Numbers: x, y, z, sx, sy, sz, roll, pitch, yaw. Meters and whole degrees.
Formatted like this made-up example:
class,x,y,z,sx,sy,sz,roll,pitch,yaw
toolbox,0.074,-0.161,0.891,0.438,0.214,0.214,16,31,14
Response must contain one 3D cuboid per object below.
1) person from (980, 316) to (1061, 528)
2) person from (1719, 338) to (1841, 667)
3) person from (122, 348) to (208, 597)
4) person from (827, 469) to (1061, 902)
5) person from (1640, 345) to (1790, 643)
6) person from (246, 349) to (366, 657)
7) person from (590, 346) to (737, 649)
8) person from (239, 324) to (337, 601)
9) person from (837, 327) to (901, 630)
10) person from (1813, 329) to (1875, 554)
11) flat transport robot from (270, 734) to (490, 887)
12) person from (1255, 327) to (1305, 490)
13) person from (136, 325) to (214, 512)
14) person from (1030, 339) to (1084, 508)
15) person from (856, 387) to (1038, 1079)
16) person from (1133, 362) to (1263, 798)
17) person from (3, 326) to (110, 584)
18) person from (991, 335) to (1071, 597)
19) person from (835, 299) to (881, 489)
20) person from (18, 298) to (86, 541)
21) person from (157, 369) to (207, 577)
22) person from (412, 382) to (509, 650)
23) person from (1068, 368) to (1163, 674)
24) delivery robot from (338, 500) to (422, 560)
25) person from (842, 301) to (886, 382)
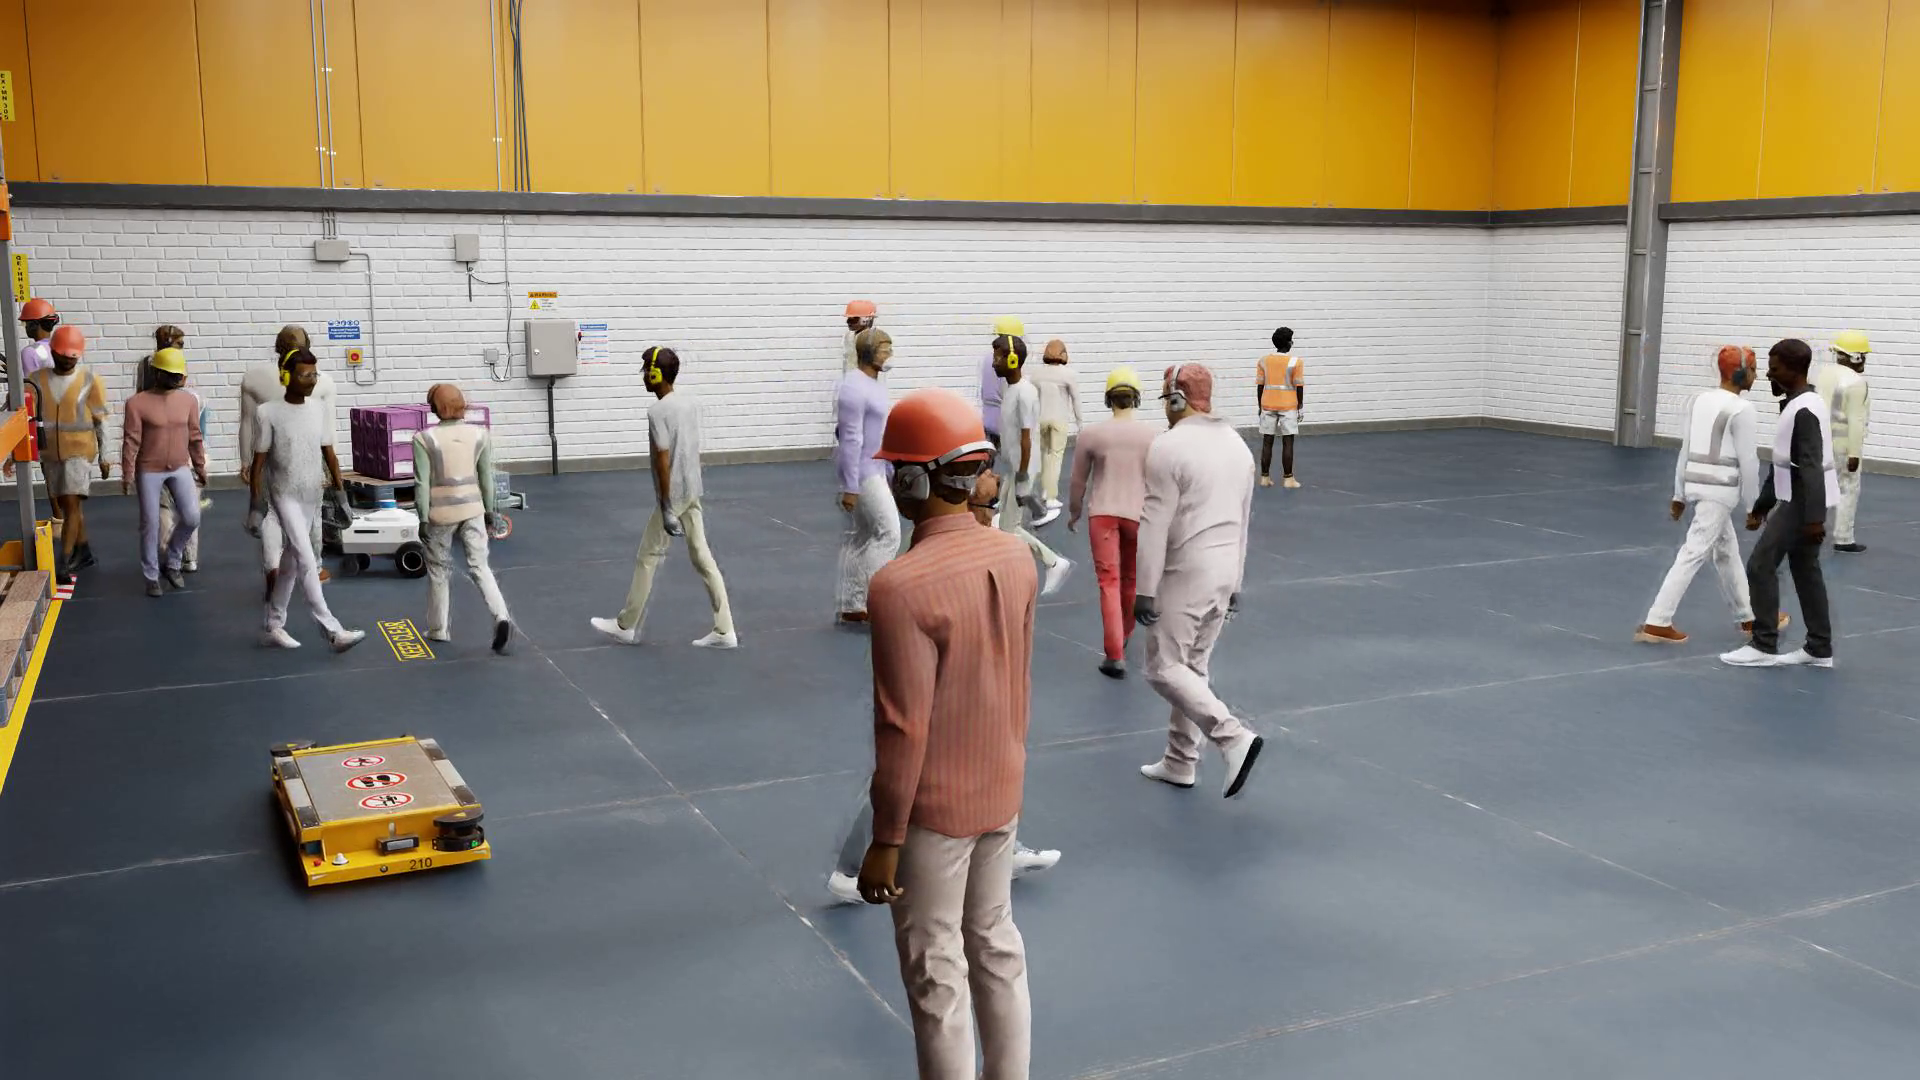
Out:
class,x,y,z,sx,sy,sz,roll,pitch,yaw
person,0.434,-1.002,14.506,0.992,1.879,0.607,-7,11,-36
person,4.701,-0.202,9.526,0.748,1.889,0.596,4,10,26
person,-5.554,-0.469,11.608,0.443,1.733,0.612,8,12,39
person,-0.078,0.521,5.971,0.881,1.582,0.537,-1,9,-8
person,4.636,-0.268,10.119,1.024,1.824,0.574,-1,9,-6
person,-3.846,-0.210,9.801,0.977,1.806,0.508,5,10,27
person,-1.759,-0.249,10.017,0.961,1.817,0.516,4,10,23
person,-4.686,-0.553,11.633,0.666,1.908,0.887,-3,10,-17
person,-0.506,-0.378,10.492,0.606,1.918,0.641,1,9,8
person,6.982,-0.775,13.303,0.618,1.812,0.605,-1,9,-5
flat transport robot,-2.388,1.048,6.755,0.652,0.197,1.431,-5,10,-27
person,3.346,-1.373,17.369,0.541,1.695,0.316,6,11,35
person,-7.034,-1.013,14.855,0.559,1.784,0.876,4,10,23
person,0.945,-1.123,16.089,0.520,1.615,0.602,6,11,32
person,-0.044,0.627,4.034,0.397,1.992,0.623,6,11,33
person,1.057,0.190,7.121,0.665,1.878,0.689,9,13,44
person,-6.626,-0.634,12.266,0.662,1.870,0.987,-1,9,-7
person,0.437,-0.442,11.138,0.529,1.847,0.540,-2,9,-11
person,-1.062,-1.461,17.023,0.517,1.980,0.644,-5,10,-26
person,-7.679,-1.004,14.004,0.377,2.045,0.605,1,9,5
person,-5.866,-0.543,12.427,0.423,1.628,0.543,6,11,31
person,-3.005,-0.141,9.999,0.526,1.614,0.767,-8,12,-42
person,0.901,-0.126,9.570,0.543,1.698,0.926,0,9,2
delivery robot,-4.269,-0.060,12.461,0.707,0.478,0.477,0,9,0
person,-1.104,-1.819,19.422,0.543,1.930,0.380,3,10,19
